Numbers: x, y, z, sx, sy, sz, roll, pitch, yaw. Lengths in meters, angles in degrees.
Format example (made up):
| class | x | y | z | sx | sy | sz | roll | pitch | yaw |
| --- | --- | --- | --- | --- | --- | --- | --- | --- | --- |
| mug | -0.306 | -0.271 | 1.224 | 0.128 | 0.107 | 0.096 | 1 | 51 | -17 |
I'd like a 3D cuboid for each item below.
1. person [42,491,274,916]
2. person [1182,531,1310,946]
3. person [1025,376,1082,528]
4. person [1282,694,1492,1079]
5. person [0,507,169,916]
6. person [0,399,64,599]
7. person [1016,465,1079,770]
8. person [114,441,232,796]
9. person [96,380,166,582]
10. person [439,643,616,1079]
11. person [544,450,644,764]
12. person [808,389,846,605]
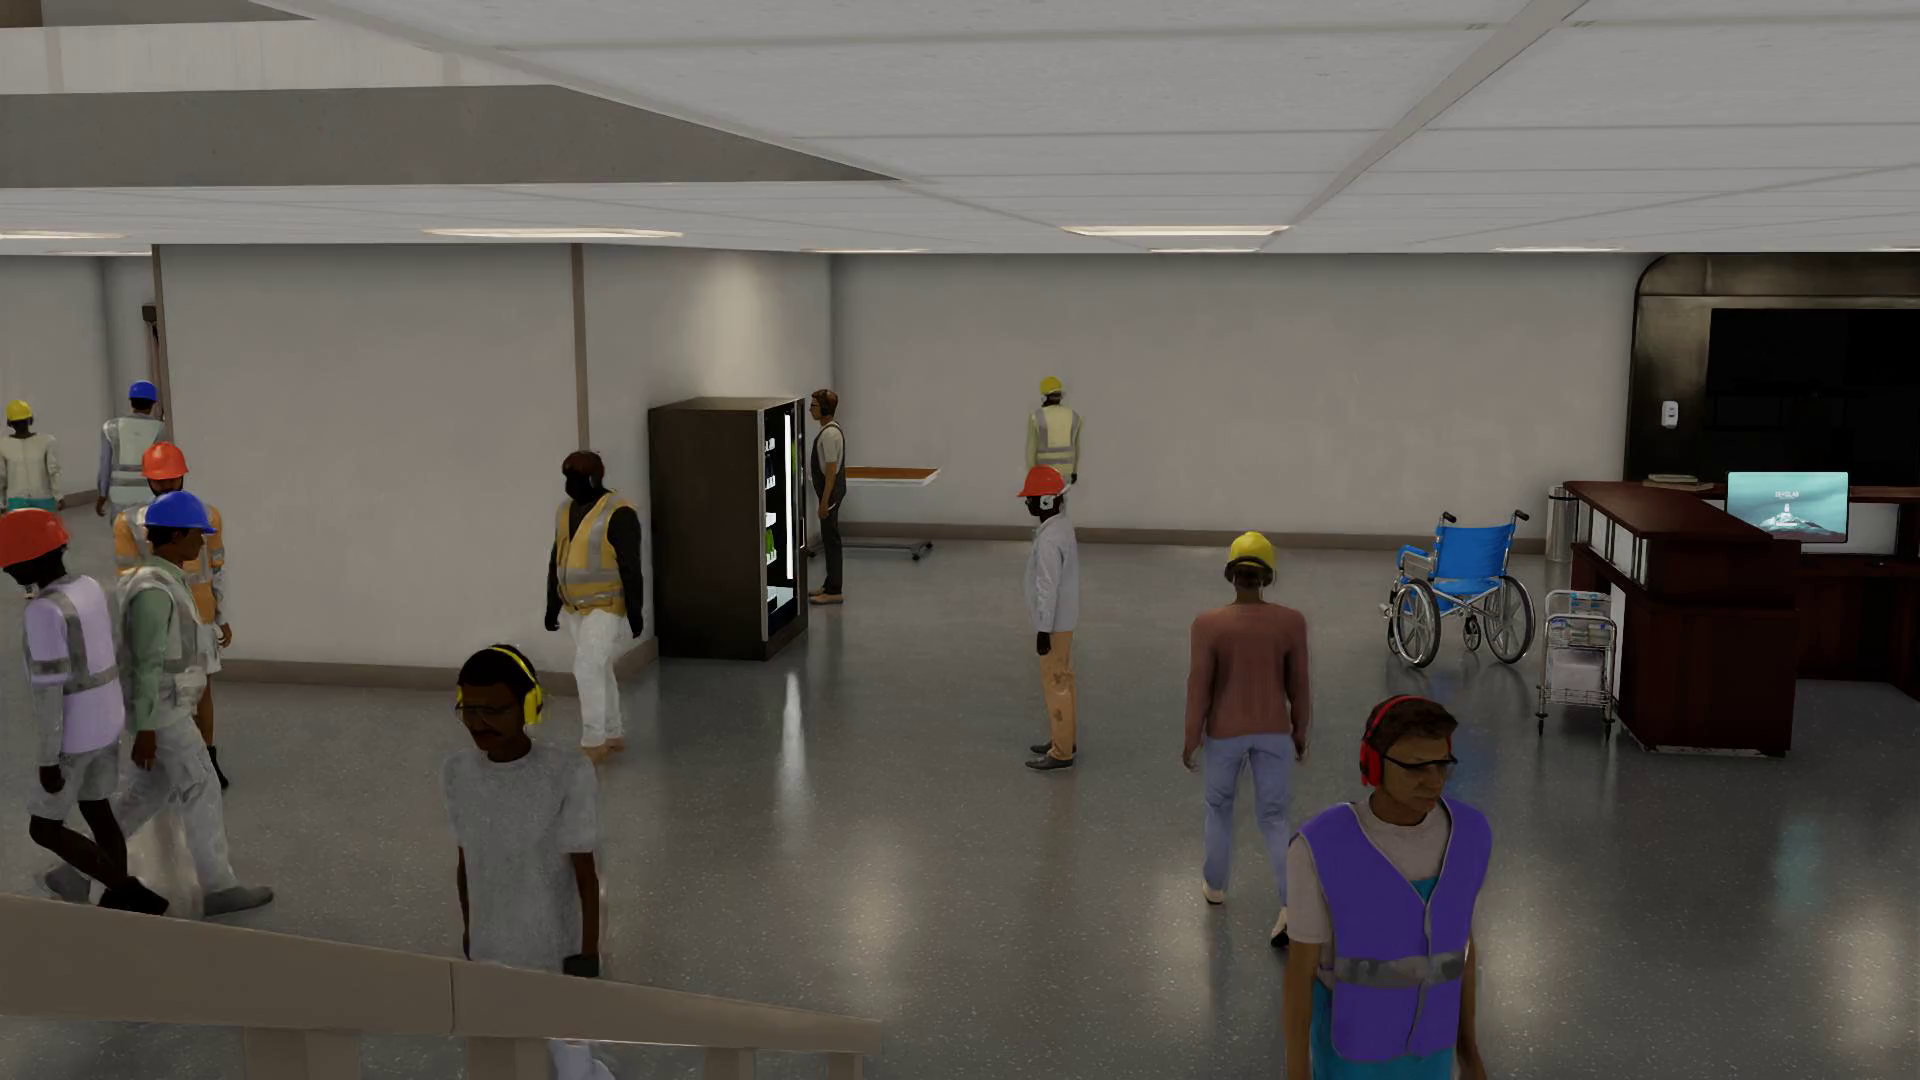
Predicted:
| class | x | y | z | sx | sy | sz | roll | pitch | yaw |
| --- | --- | --- | --- | --- | --- | --- | --- | --- | --- |
| person | -3.570 | 0.741 | 7.248 | 0.881 | 1.902 | 0.646 | -4 | 10 | -21 |
| person | 1.256 | 0.838 | 7.165 | 0.557 | 1.724 | 0.822 | -1 | 9 | -4 |
| person | 0.909 | -0.706 | 16.380 | 0.607 | 1.816 | 0.406 | -3 | 10 | -19 |
| person | 1.035 | 1.267 | 4.135 | 0.579 | 1.841 | 0.376 | -4 | 10 | -23 |
| person | -3.637 | 0.784 | 6.935 | 0.509 | 1.907 | 0.706 | 0 | 9 | -2 |
| person | -8.226 | -0.391 | 14.706 | 0.521 | 1.732 | 0.834 | -6 | 11 | -32 |
| person | 0.499 | 0.439 | 9.561 | 0.361 | 1.742 | 0.563 | 1 | 9 | 9 |
| person | -4.248 | 0.427 | 9.023 | 0.553 | 1.935 | 0.362 | -7 | 11 | -35 |
| person | -6.898 | -0.371 | 13.996 | 0.671 | 1.929 | 0.656 | -3 | 10 | -18 |
| person | -1.210 | 1.170 | 4.786 | 0.520 | 1.831 | 0.871 | 2 | 9 | 10 |
| person | -2.179 | 0.403 | 9.528 | 0.651 | 1.821 | 0.680 | 8 | 12 | 41 |
| person | -1.144 | -0.370 | 14.224 | 0.345 | 1.846 | 0.508 | -1 | 9 | -4 |
